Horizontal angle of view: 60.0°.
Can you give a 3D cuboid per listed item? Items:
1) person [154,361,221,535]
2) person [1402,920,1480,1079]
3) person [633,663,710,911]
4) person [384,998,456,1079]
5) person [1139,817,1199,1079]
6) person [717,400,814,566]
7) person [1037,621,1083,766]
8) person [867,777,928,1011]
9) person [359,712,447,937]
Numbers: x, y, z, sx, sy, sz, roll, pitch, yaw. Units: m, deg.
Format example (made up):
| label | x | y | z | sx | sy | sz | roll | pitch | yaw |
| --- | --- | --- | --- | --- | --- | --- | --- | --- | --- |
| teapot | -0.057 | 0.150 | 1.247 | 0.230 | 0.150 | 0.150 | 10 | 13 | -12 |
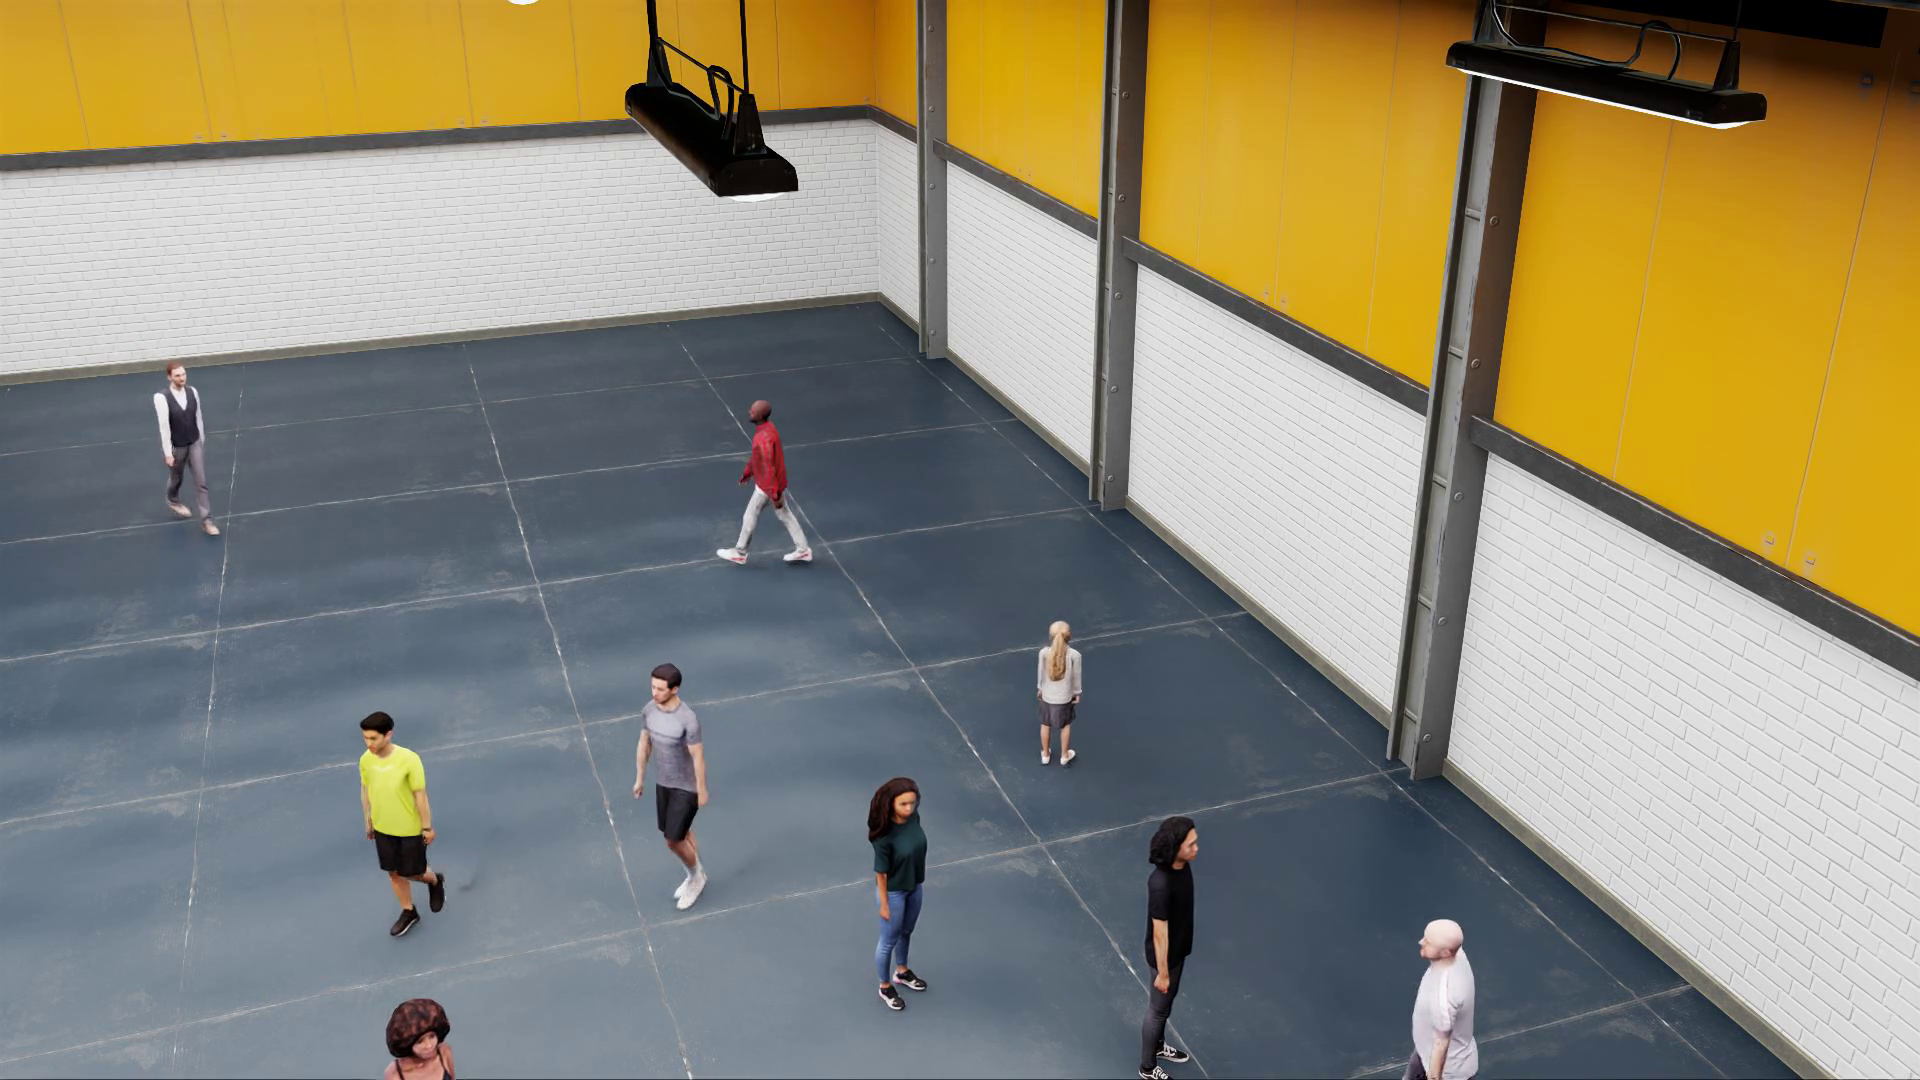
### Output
| label | x | y | z | sx | sy | sz | roll | pitch | yaw |
| --- | --- | --- | --- | --- | --- | --- | --- | --- | --- |
| person | -8.340 | -1.006 | 17.753 | 1.310 | 1.878 | 1.053 | 18 | 29 | 35 |
| person | 2.723 | 2.857 | 9.029 | 1.173 | 1.788 | 1.197 | 8 | 25 | 17 |
| person | -1.902 | 1.667 | 11.664 | 0.801 | 1.859 | 0.879 | 19 | 30 | 37 |
| person | -2.782 | 3.092 | 8.551 | 0.820 | 1.741 | 1.162 | -19 | 30 | -37 |
| person | 1.243 | 2.426 | 9.957 | 0.766 | 1.835 | 0.683 | 8 | 25 | 18 |
| person | -1.835 | -0.556 | 16.854 | 1.082 | 1.774 | 1.244 | 2 | 24 | 6 |
| person | 0.778 | 1.226 | 13.401 | 0.608 | 1.274 | 0.644 | 6 | 24 | 14 |
| person | -0.395 | 2.230 | 10.680 | 0.741 | 1.615 | 0.704 | 17 | 29 | 34 |
| person | -3.794 | 1.889 | 11.362 | 0.818 | 1.693 | 0.883 | 6 | 24 | 12 |
